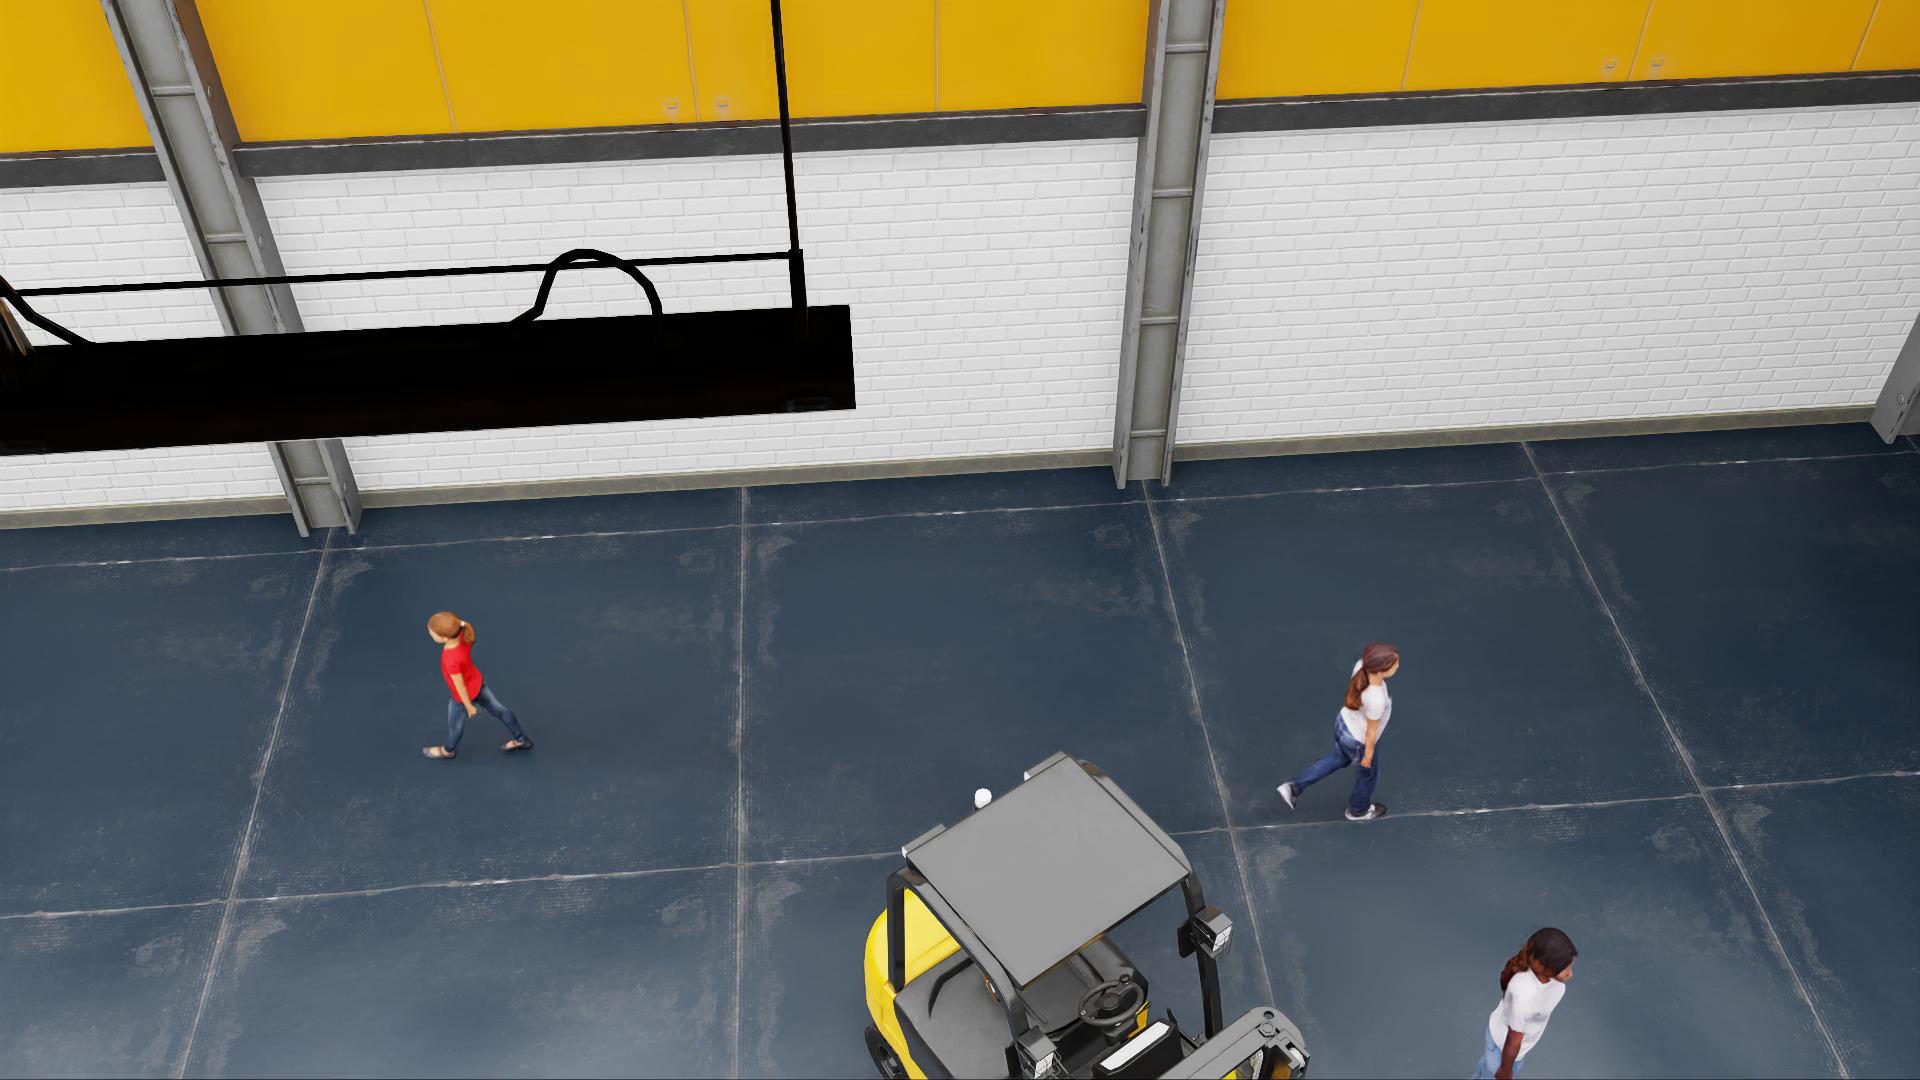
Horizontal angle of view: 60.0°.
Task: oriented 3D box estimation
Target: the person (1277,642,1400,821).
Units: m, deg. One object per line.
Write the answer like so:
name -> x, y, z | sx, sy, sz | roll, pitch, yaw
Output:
person -> 2.280, 1.135, 9.753 | 0.938, 1.545, 0.586 | -6, 44, -7

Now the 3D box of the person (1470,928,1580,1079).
person -> 2.738, 2.456, 8.239 | 0.700, 1.720, 0.660 | 25, 49, 24

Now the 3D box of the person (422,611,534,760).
person -> -2.946, 0.903, 10.189 | 0.915, 1.280, 0.553 | 2, 44, 2
